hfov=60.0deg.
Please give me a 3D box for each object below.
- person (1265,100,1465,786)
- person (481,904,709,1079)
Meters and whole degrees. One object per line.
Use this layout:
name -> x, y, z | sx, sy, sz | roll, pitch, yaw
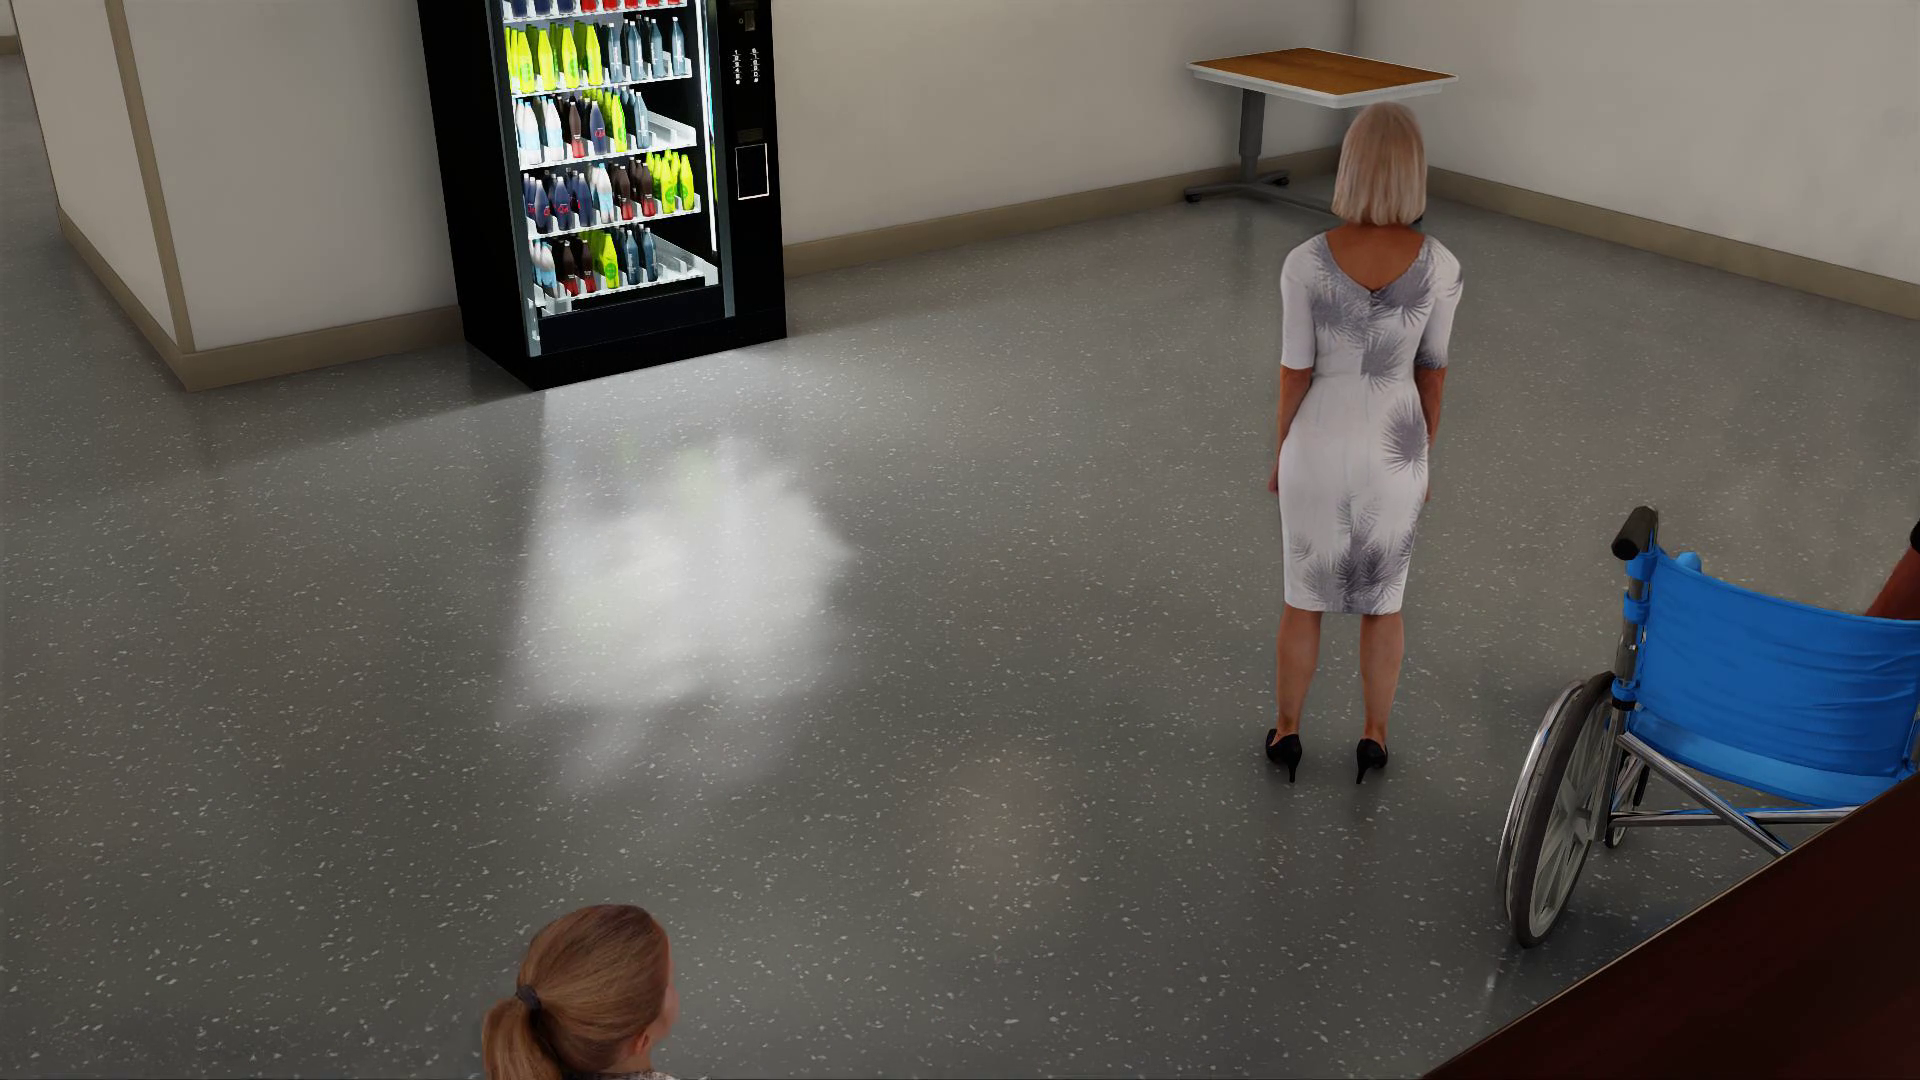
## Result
person -> 0.965, -0.188, 4.055 | 0.629, 1.751, 0.695 | 3, 26, 7
person -> -0.453, 1.038, 2.090 | 0.708, 1.243, 0.949 | 17, 31, 32
